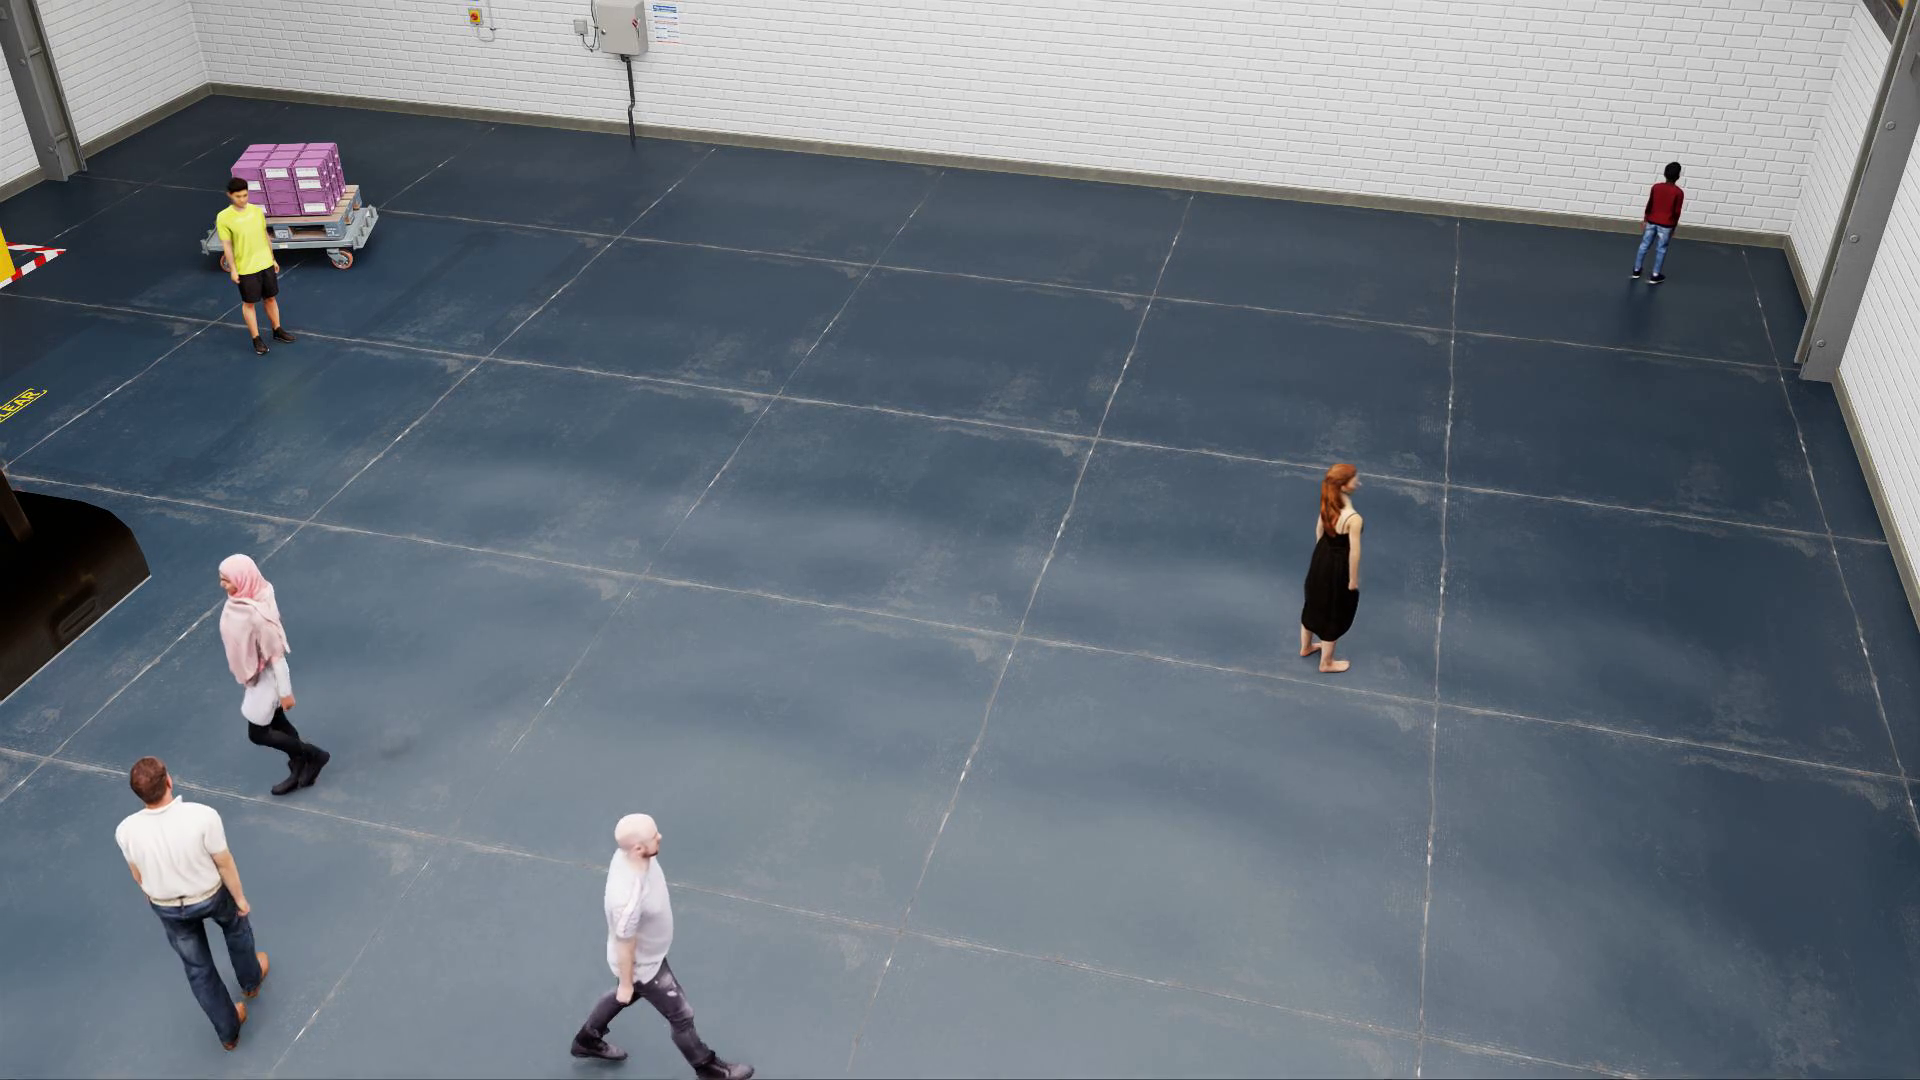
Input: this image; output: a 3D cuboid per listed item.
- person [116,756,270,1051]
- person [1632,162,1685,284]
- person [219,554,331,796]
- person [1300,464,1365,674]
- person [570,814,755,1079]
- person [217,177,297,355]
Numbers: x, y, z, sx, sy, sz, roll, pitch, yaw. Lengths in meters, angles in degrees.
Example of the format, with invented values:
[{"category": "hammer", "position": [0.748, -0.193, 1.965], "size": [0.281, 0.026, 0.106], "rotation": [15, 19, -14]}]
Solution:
[{"category": "person", "position": [-4.029, 1.969, 8.697], "size": [0.917, 1.832, 1.021], "rotation": [-8, 34, -11]}, {"category": "person", "position": [7.206, -3.272, 17.108], "size": [0.586, 1.250, 0.613], "rotation": [28, 43, 35]}, {"category": "person", "position": [-4.259, 0.834, 10.440], "size": [0.838, 1.793, 0.782], "rotation": [-22, 39, -29]}, {"category": "person", "position": [2.591, 0.184, 11.569], "size": [0.732, 1.626, 0.664], "rotation": [-15, 36, -21]}, {"category": "person", "position": [-1.725, 2.124, 8.505], "size": [1.018, 1.785, 1.249], "rotation": [-2, 34, -3]}, {"category": "person", "position": [-6.701, -2.621, 15.718], "size": [0.756, 1.705, 0.613], "rotation": [24, 40, 31]}]
